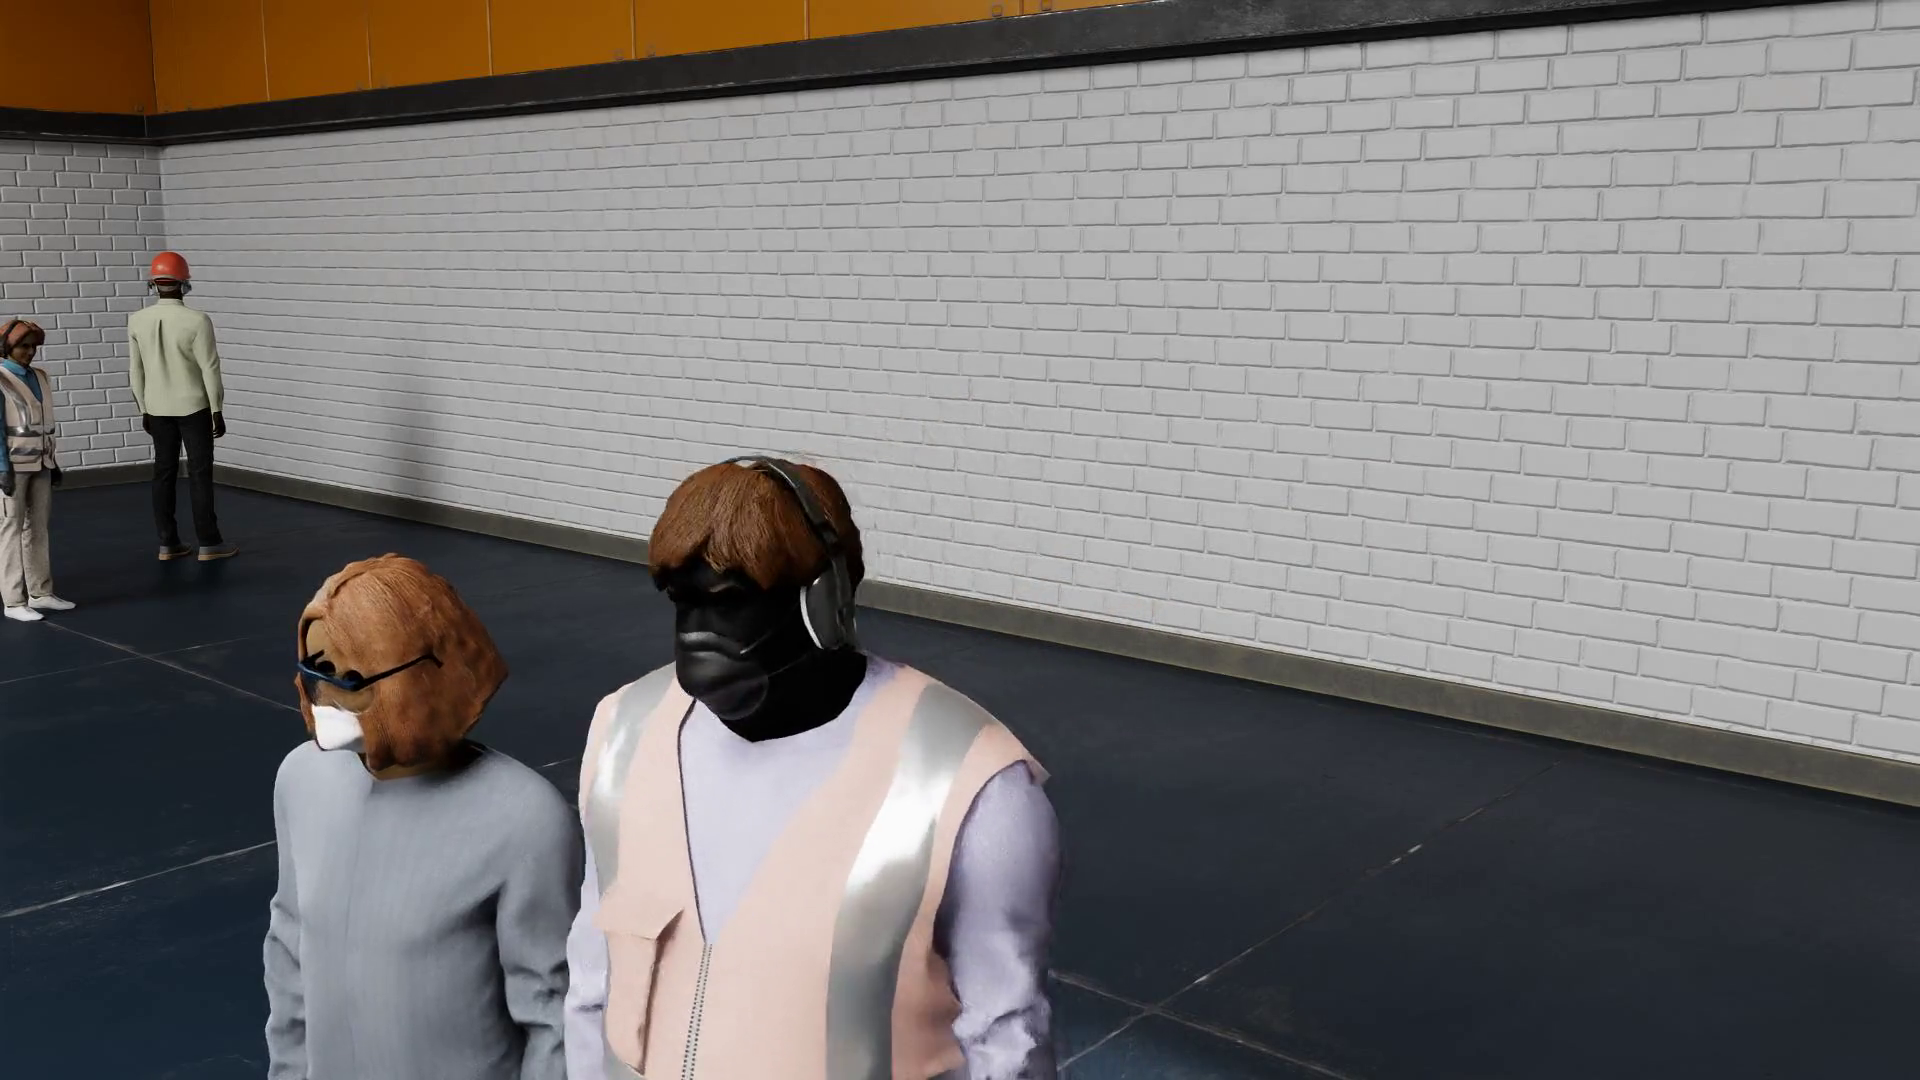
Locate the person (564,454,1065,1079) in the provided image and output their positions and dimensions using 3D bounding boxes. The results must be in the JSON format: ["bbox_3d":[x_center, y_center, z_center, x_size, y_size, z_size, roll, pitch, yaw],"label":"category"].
[{"bbox_3d":[-0.170,0.778,2.046,0.642,1.809,0.899,5,11,27],"label":"person"}]

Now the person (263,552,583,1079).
[{"bbox_3d":[-0.733,0.820,2.269,0.497,1.633,0.278,4,11,21],"label":"person"}]

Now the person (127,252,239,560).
[{"bbox_3d":[-5.045,-0.856,10.777,0.616,1.997,0.373,2,10,9],"label":"person"}]

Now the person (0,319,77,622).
[{"bbox_3d":[-5.125,-0.385,9.117,0.313,1.639,0.513,1,10,5],"label":"person"}]
